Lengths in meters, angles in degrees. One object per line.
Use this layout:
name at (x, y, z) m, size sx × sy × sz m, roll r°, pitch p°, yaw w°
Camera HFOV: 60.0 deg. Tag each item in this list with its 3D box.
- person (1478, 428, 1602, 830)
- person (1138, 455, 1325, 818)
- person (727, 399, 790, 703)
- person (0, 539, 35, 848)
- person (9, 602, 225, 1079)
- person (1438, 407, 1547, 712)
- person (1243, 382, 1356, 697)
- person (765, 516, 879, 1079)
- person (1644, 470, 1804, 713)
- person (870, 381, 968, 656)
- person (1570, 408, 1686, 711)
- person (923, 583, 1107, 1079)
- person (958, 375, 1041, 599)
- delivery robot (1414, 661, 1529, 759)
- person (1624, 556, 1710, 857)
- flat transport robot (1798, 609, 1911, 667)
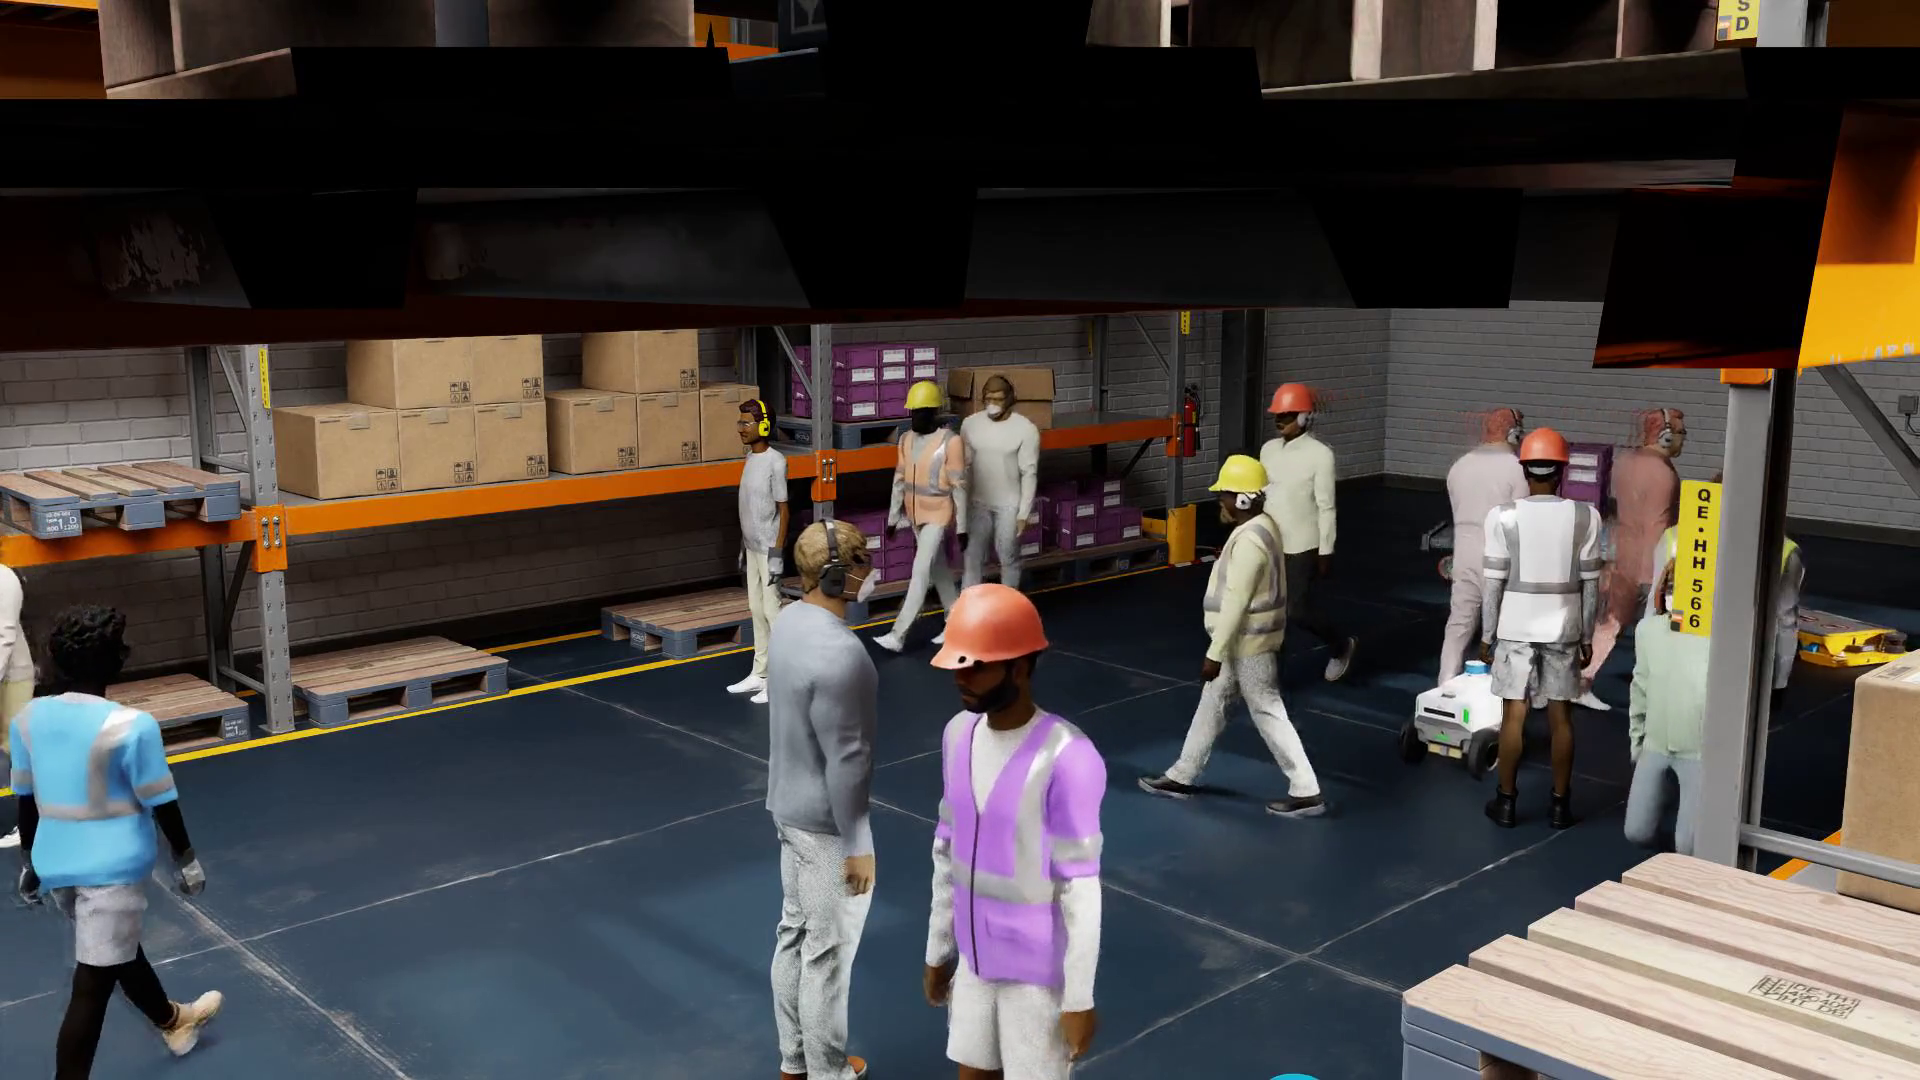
person at (2.757, 0.429, 7.959) m, size 0.542 × 1.928 × 0.374 m, roll 2°, pitch 10°, yaw 9°
person at (1.378, 0.472, 8.154) m, size 0.939 × 1.784 × 0.600 m, roll 2°, pitch 10°, yaw 12°
person at (-1.229, 0.066, 10.253) m, size 0.329 × 1.873 × 0.516 m, roll -6°, pitch 12°, yaw -33°
person at (-4.444, 0.652, 7.589) m, size 0.501 × 1.606 × 0.528 m, roll 4°, pitch 10°, yaw 20°
person at (-2.666, 1.010, 5.322) m, size 0.556 × 1.652 × 0.846 m, roll 4°, pitch 10°, yaw 20°
person at (3.203, 0.150, 9.806) m, size 0.998 × 1.850 × 0.655 m, roll -6°, pitch 11°, yaw -30°
person at (2.103, 0.006, 10.300) m, size 0.693 × 1.975 × 0.620 m, roll -6°, pitch 11°, yaw -31°
person at (-0.420, 0.886, 5.251) m, size 0.374 × 1.941 × 0.627 m, roll -4°, pitch 10°, yaw -22°
person at (3.436, 0.558, 7.528) m, size 0.634 × 1.824 × 0.780 m, roll 7°, pitch 12°, yaw 34°
person at (-0.283, -0.150, 11.483) m, size 0.965 × 1.872 × 0.613 m, roll -9°, pitch 13°, yaw -42°
person at (4.088, 0.140, 9.869) m, size 0.990 × 1.857 × 0.664 m, roll 0°, pitch 10°, yaw 2°
person at (0.117, 1.060, 4.253) m, size 0.415 × 1.931 × 0.581 m, roll -8°, pitch 13°, yaw -39°
person at (0.221, -0.206, 11.760) m, size 0.641 × 1.896 × 0.933 m, roll 4°, pitch 11°, yaw 24°
delivery robot at (2.767, 0.895, 8.971) m, size 0.707 × 0.478 × 0.477 m, roll -9°, pitch 13°, yaw -43°
person at (2.839, 0.839, 6.471) m, size 0.429 × 1.621 × 0.506 m, roll -6°, pitch 12°, yaw -33°
flat transport robot at (5.824, 0.624, 11.659) m, size 0.652 × 0.197 × 1.431 m, roll -3°, pitch 10°, yaw -18°
